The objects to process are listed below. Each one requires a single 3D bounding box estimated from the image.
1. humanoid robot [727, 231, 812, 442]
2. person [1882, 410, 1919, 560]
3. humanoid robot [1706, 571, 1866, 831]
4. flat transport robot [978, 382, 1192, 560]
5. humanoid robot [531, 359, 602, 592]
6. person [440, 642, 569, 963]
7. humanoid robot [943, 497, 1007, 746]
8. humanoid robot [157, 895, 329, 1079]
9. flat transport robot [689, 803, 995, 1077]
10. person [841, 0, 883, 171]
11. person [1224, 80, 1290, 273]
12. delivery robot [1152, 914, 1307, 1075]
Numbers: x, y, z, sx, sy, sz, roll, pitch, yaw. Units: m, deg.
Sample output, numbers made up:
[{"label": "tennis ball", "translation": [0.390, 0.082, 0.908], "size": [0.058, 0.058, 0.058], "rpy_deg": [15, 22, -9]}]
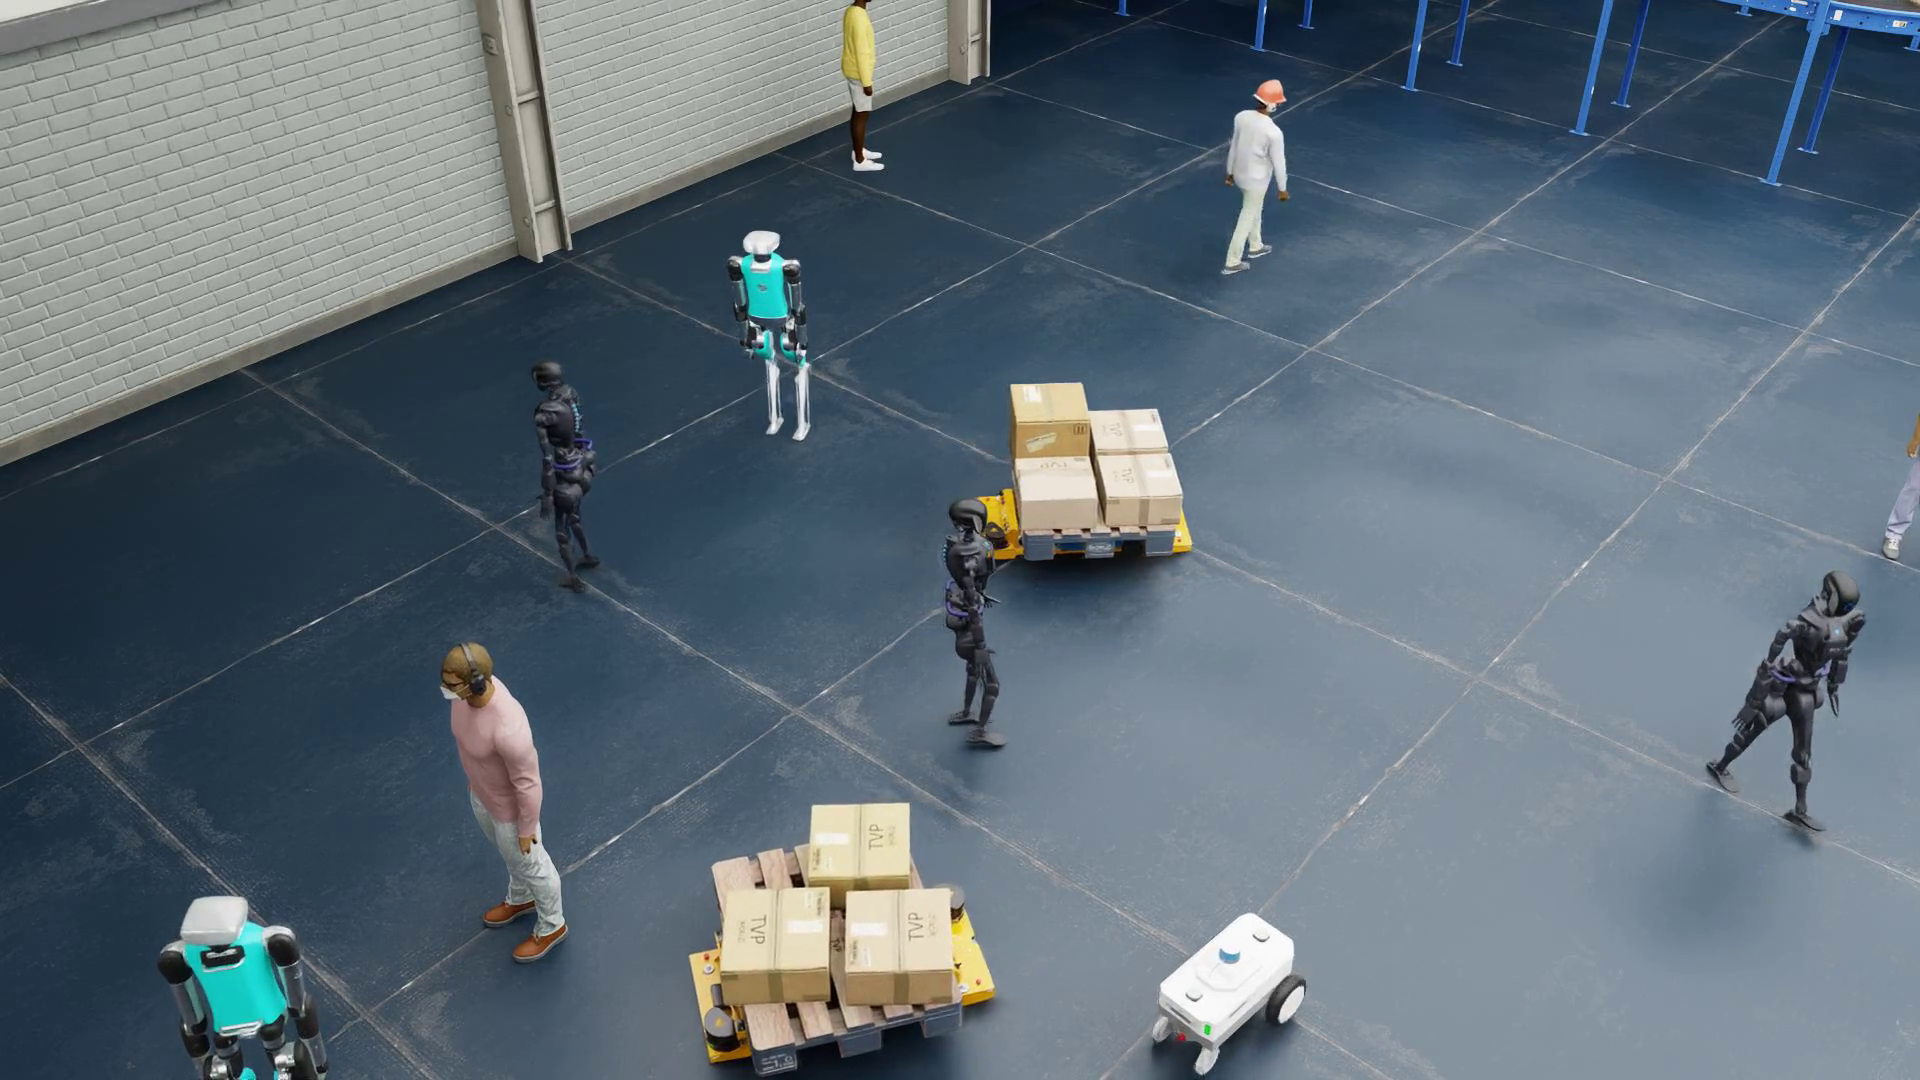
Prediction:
[{"label": "humanoid robot", "translation": [-1.337, -1.556, 12.271], "size": [0.534, 1.743, 0.739], "rpy_deg": [5, 36, 7]}, {"label": "person", "translation": [6.574, -0.659, 10.967], "size": [0.557, 1.837, 0.392], "rpy_deg": [15, 38, 20]}, {"label": "humanoid robot", "translation": [4.544, 0.843, 9.012], "size": [0.616, 1.625, 0.722], "rpy_deg": [-9, 37, -13]}, {"label": "flat transport robot", "translation": [0.857, -0.147, 11.594], "size": [1.431, 0.231, 0.659], "rpy_deg": [-2, 36, -3]}, {"label": "humanoid robot", "translation": [-2.550, -0.430, 10.779], "size": [0.319, 1.651, 0.611], "rpy_deg": [8, 36, 11]}, {"label": "person", "translation": [-2.246, 1.269, 8.168], "size": [0.356, 1.937, 0.634], "rpy_deg": [-25, 43, -31]}, {"label": "humanoid robot", "translation": [0.104, 0.441, 9.550], "size": [0.398, 1.656, 0.600], "rpy_deg": [-1, 35, -1]}, {"label": "humanoid robot", "translation": [-2.898, 2.311, 6.869], "size": [0.531, 1.741, 0.777], "rpy_deg": [-7, 36, -9]}, {"label": "flat transport robot", "translation": [-0.605, 2.153, 8.364], "size": [1.431, 0.231, 0.659], "rpy_deg": [-10, 37, -13]}, {"label": "person", "translation": [-0.980, -4.616, 16.476], "size": [0.385, 1.895, 0.549], "rpy_deg": [-5, 36, -8]}, {"label": "person", "translation": [2.667, -3.200, 14.619], "size": [0.744, 1.721, 0.590], "rpy_deg": [-18, 39, -23]}, {"label": "delivery robot", "translation": [1.288, 2.170, 8.086], "size": [0.765, 0.585, 0.499], "rpy_deg": [-29, 45, -34]}]
